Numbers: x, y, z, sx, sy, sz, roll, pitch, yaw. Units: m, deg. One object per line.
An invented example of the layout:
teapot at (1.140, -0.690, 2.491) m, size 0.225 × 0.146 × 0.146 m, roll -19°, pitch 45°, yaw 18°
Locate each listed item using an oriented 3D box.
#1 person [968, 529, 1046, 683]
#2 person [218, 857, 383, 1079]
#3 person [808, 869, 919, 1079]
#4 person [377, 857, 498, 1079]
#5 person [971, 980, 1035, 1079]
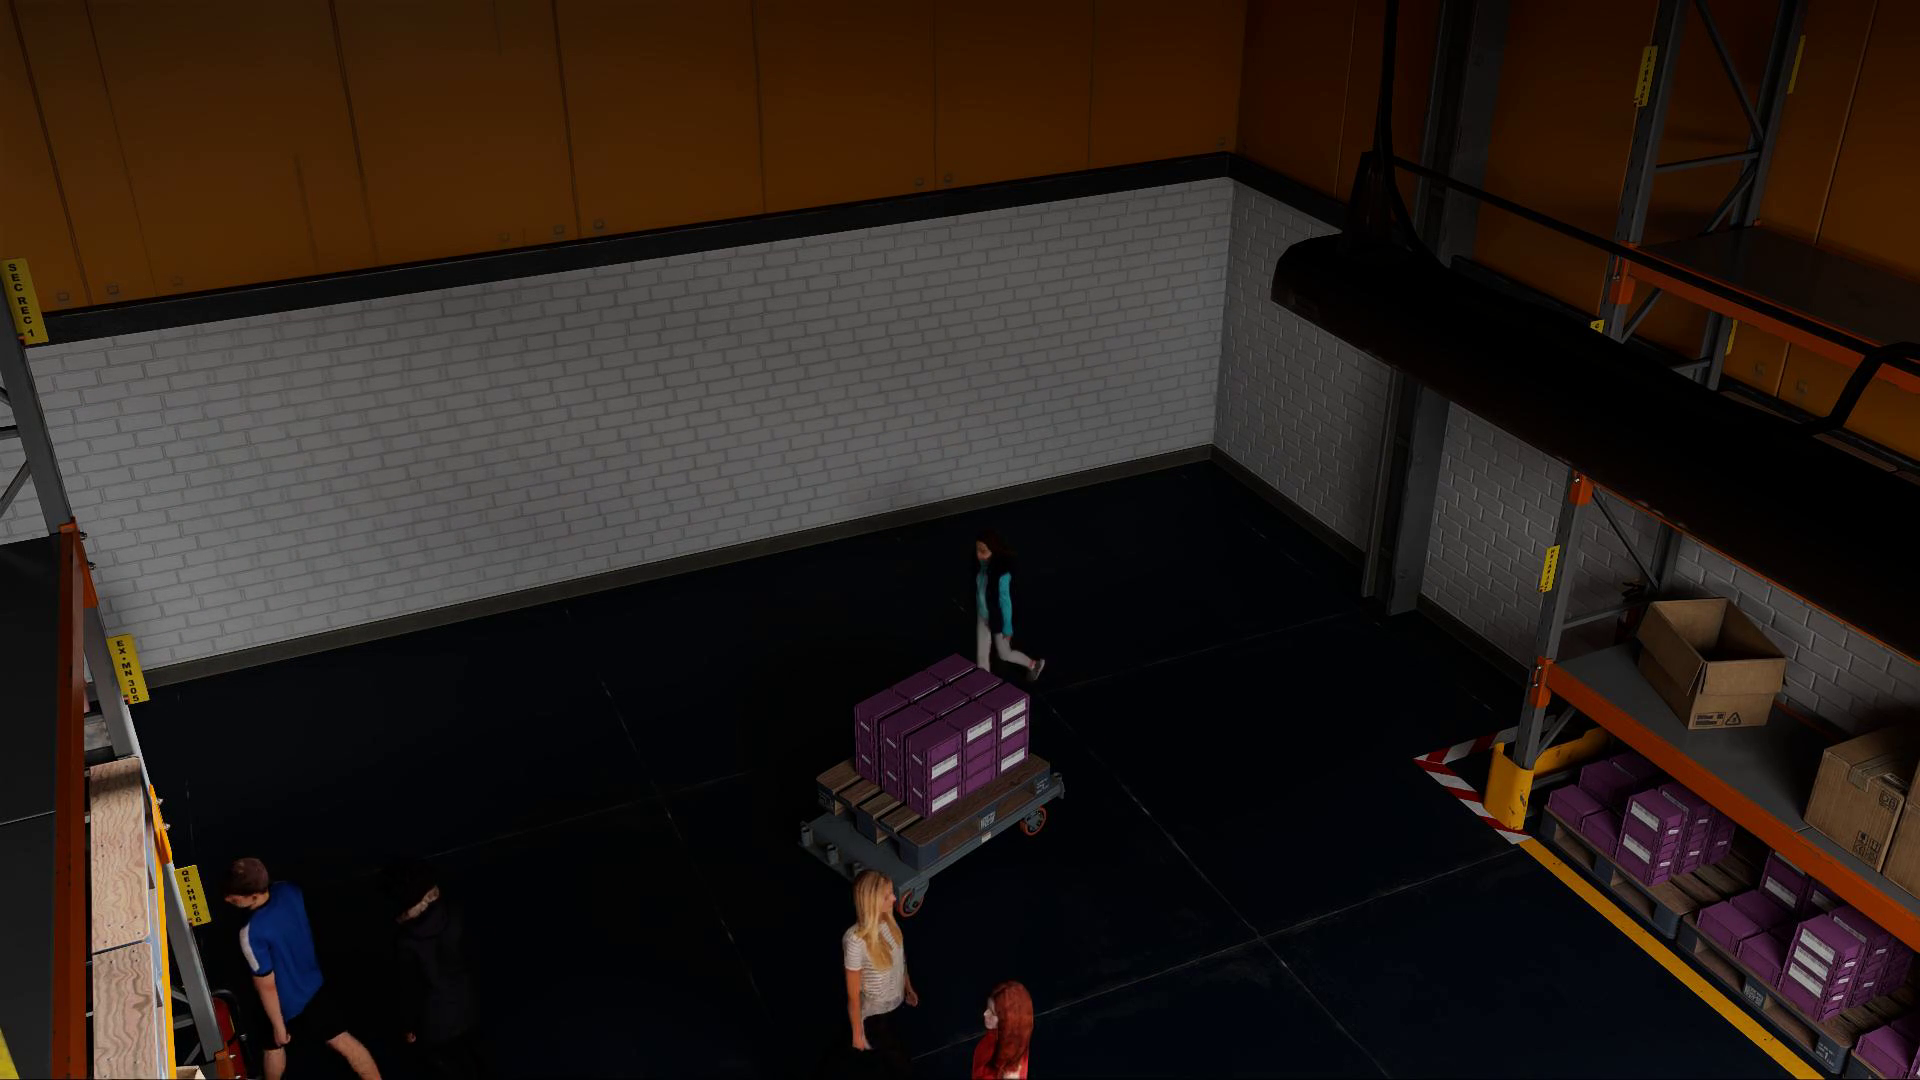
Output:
person at (0.319, 0.542, 12.402) m, size 0.752 × 1.472 × 0.891 m, roll -21°, pitch 35°, yaw -33°
person at (-3.388, 2.388, 8.670) m, size 1.272 × 1.805 × 1.313 m, roll 6°, pitch 29°, yaw 10°
person at (-0.537, 2.424, 8.630) m, size 1.150 × 1.782 × 1.161 m, roll 7°, pitch 29°, yaw 13°
person at (-2.645, 2.424, 8.663) m, size 0.920 × 1.749 × 0.870 m, roll 17°, pitch 33°, yaw 28°
person at (0.216, 2.797, 7.899) m, size 0.717 × 1.826 × 0.574 m, roll -1°, pitch 29°, yaw -2°
